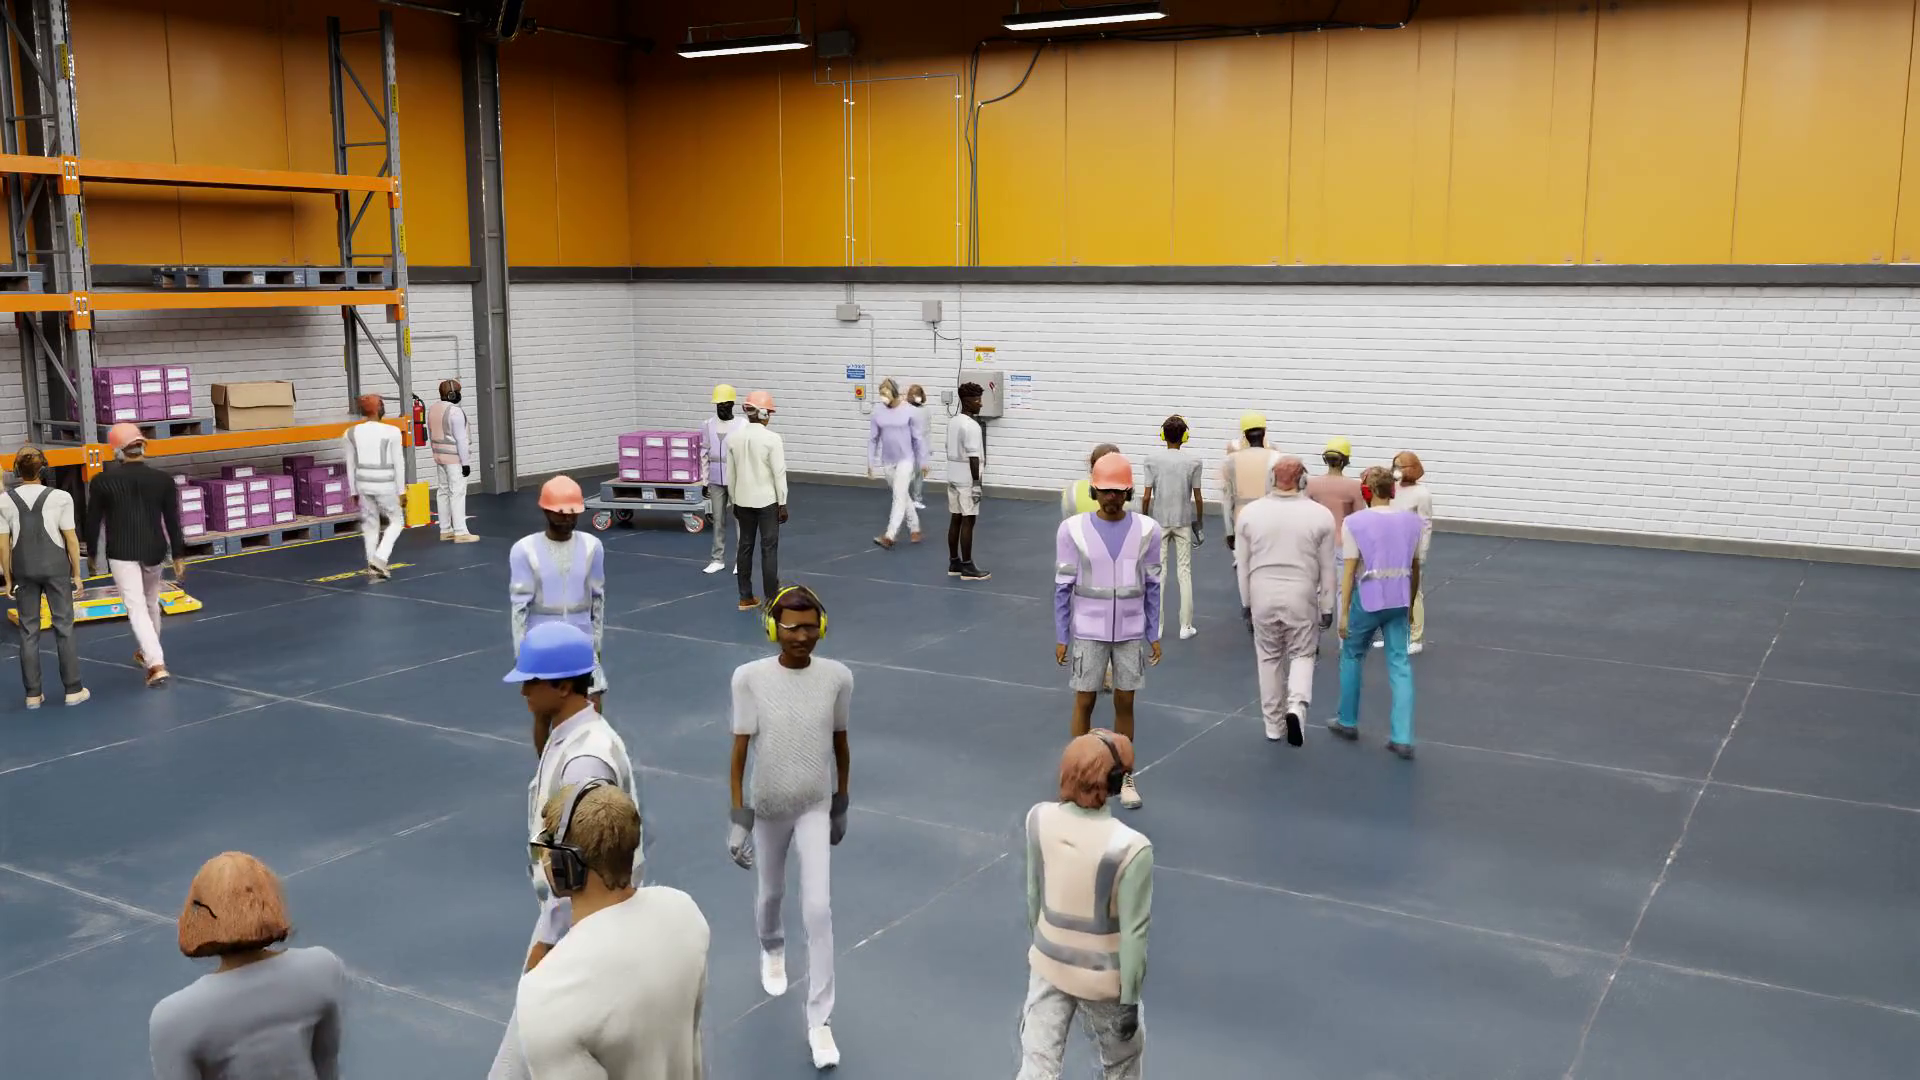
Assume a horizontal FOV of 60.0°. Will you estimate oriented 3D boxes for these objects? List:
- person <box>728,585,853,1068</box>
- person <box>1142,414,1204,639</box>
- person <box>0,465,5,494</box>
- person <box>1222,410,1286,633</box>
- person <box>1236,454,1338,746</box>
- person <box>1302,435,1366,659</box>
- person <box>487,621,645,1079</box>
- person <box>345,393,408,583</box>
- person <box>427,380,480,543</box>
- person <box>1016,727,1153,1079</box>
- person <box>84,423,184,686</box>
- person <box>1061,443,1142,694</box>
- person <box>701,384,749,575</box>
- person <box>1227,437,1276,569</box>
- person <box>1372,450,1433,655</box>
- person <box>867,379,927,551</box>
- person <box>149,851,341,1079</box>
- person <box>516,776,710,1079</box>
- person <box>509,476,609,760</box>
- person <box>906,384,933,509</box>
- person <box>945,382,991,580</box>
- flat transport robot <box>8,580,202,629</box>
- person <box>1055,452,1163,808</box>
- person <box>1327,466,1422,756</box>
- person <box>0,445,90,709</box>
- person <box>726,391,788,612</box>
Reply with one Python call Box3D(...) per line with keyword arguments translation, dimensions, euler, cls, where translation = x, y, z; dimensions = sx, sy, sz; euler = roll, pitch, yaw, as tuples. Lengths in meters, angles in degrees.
Box3D(translation=(-0.683, 1.063, 6.682), dimensions=(0.520, 1.828, 0.980), euler=(-2, 9, -10), cls="person")
Box3D(translation=(1.763, -0.109, 13.834), dimensions=(0.538, 1.869, 0.312), euler=(1, 9, 9), cls="person")
Box3D(translation=(-8.007, -0.069, 13.442), dimensions=(0.510, 1.914, 0.570), euler=(8, 12, 40), cls="person")
Box3D(translation=(2.447, -0.116, 13.779), dimensions=(0.628, 1.899, 0.595), euler=(5, 11, 31), cls="person")
Box3D(translation=(2.072, 0.402, 10.627), dimensions=(0.646, 1.886, 0.597), euler=(3, 10, 17), cls="person")
Box3D(translation=(2.949, 0.057, 13.129), dimensions=(0.533, 1.765, 0.330), euler=(4, 10, 25), cls="person")
Box3D(translation=(-1.328, 1.212, 5.480), dimensions=(0.978, 1.895, 0.627), euler=(-4, 10, -22), cls="person")
Box3D(translation=(-5.693, -0.498, 16.265), dimensions=(0.608, 1.866, 0.435), euler=(1, 9, 7), cls="person")
Box3D(translation=(-5.724, -0.889, 18.790), dimensions=(0.633, 1.843, 0.429), euler=(8, 12, 40), cls="person")
Box3D(translation=(0.383, 1.393, 5.327), dimensions=(0.519, 1.602, 0.880), euler=(7, 12, 38), cls="person")
Box3D(translation=(-6.130, 0.090, 12.396), dimensions=(1.047, 1.937, 0.612), euler=(8, 12, 41), cls="person")
Box3D(translation=(1.010, 0.223, 11.890), dimensions=(0.628, 1.832, 0.531), euler=(5, 10, 28), cls="person")
Box3D(translation=(-2.343, -0.609, 16.772), dimensions=(0.586, 1.928, 0.380), euler=(3, 10, 18), cls="person")
Box3D(translation=(2.936, -0.473, 16.839), dimensions=(0.540, 1.624, 0.432), euler=(1, 9, 5), cls="person")
Box3D(translation=(3.549, 0.096, 13.294), dimensions=(0.268, 1.630, 0.507), euler=(-5, 10, -26), cls="person")
Box3D(translation=(-0.714, -0.844, 18.407), dimensions=(0.644, 1.867, 1.058), euler=(5, 10, 27), cls="person")
Box3D(translation=(-1.719, 1.580, 4.117), dimensions=(0.421, 1.617, 0.501), euler=(8, 12, 41), cls="person")
Box3D(translation=(-0.769, 1.474, 3.735), dimensions=(0.356, 1.938, 0.633), euler=(3, 10, 19), cls="person")
Box3D(translation=(-2.219, 0.599, 9.298), dimensions=(0.569, 1.912, 0.702), euler=(-5, 10, -28), cls="person")
Box3D(translation=(-0.611, -1.212, 21.474), dimensions=(0.505, 1.620, 0.395), euler=(-6, 11, -31), cls="person")
Box3D(translation=(0.058, -0.591, 16.545), dimensions=(0.371, 1.963, 0.608), euler=(-4, 10, -23), cls="person")
Box3D(translation=(-7.529, 0.557, 14.653), dimensions=(1.431, 0.197, 0.652), euler=(-7, 12, -37), cls="flat transport robot")
Box3D(translation=(0.844, 0.519, 9.382), dimensions=(0.614, 2.039, 0.392), euler=(-1, 9, -5), cls="person")
Box3D(translation=(2.641, 0.431, 10.640), dimensions=(0.619, 1.803, 0.857), euler=(-2, 9, -14), cls="person")
Box3D(translation=(-6.412, 0.259, 11.616), dimensions=(0.506, 1.846, 0.346), euler=(-3, 10, -18), cls="person")
Box3D(translation=(-1.798, -0.343, 14.934), dimensions=(0.610, 1.985, 0.392), euler=(5, 10, 27), cls="person")
